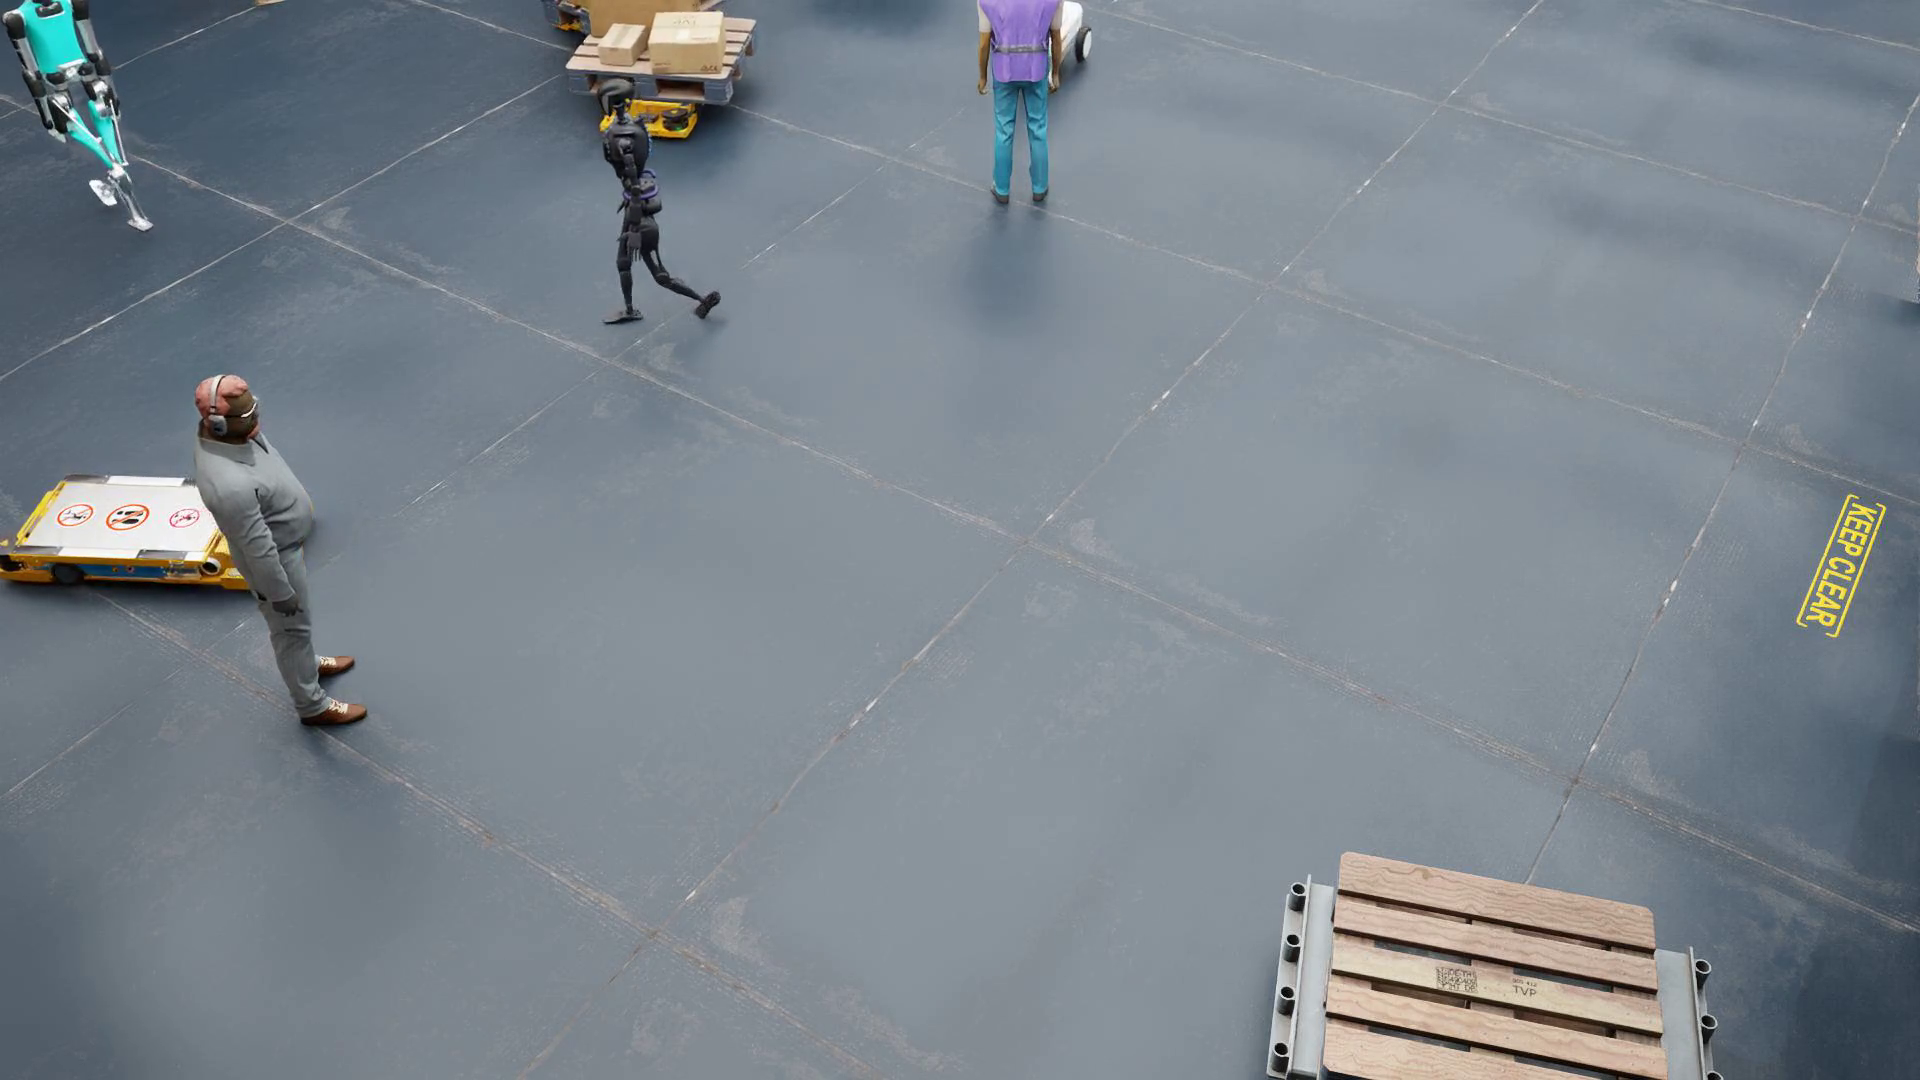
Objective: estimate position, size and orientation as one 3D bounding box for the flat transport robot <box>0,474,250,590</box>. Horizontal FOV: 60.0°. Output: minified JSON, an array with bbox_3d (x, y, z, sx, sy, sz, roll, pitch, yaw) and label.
[{"bbox_3d":[-4.298,-0.043,8.827,1.431,0.231,0.659,2,42,2],"label":"flat transport robot"}]

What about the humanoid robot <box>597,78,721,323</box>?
[{"bbox_3d":[-1.883,-2.001,10.006,0.742,1.649,0.615,-9,43,-10],"label":"humanoid robot"}]

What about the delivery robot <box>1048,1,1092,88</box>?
[{"bbox_3d":[0.701,-3.913,12.947,0.499,0.600,0.802,14,44,15],"label":"delivery robot"}]

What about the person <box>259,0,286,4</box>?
[{"bbox_3d":[-5.933,-5.195,13.495,0.498,1.729,0.490,-14,44,-15],"label":"person"}]

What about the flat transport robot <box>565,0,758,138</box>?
[{"bbox_3d":[-2.222,-3.493,12.688,0.659,0.231,1.431,6,42,6],"label":"flat transport robot"}]

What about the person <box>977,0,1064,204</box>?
[{"bbox_3d":[0.392,-3.089,11.057,0.563,1.840,0.397,-1,42,-1],"label":"person"}]

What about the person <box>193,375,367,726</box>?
[{"bbox_3d":[-3.080,0.047,7.500,0.406,1.904,0.651,-16,44,-17],"label":"person"}]

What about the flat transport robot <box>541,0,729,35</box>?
[{"bbox_3d":[-2.589,-4.213,13.493,1.431,0.231,0.659,23,47,24],"label":"flat transport robot"}]

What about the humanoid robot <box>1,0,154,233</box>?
[{"bbox_3d":[-5.606,-2.762,10.770,1.032,1.737,0.558,29,49,28],"label":"humanoid robot"}]
